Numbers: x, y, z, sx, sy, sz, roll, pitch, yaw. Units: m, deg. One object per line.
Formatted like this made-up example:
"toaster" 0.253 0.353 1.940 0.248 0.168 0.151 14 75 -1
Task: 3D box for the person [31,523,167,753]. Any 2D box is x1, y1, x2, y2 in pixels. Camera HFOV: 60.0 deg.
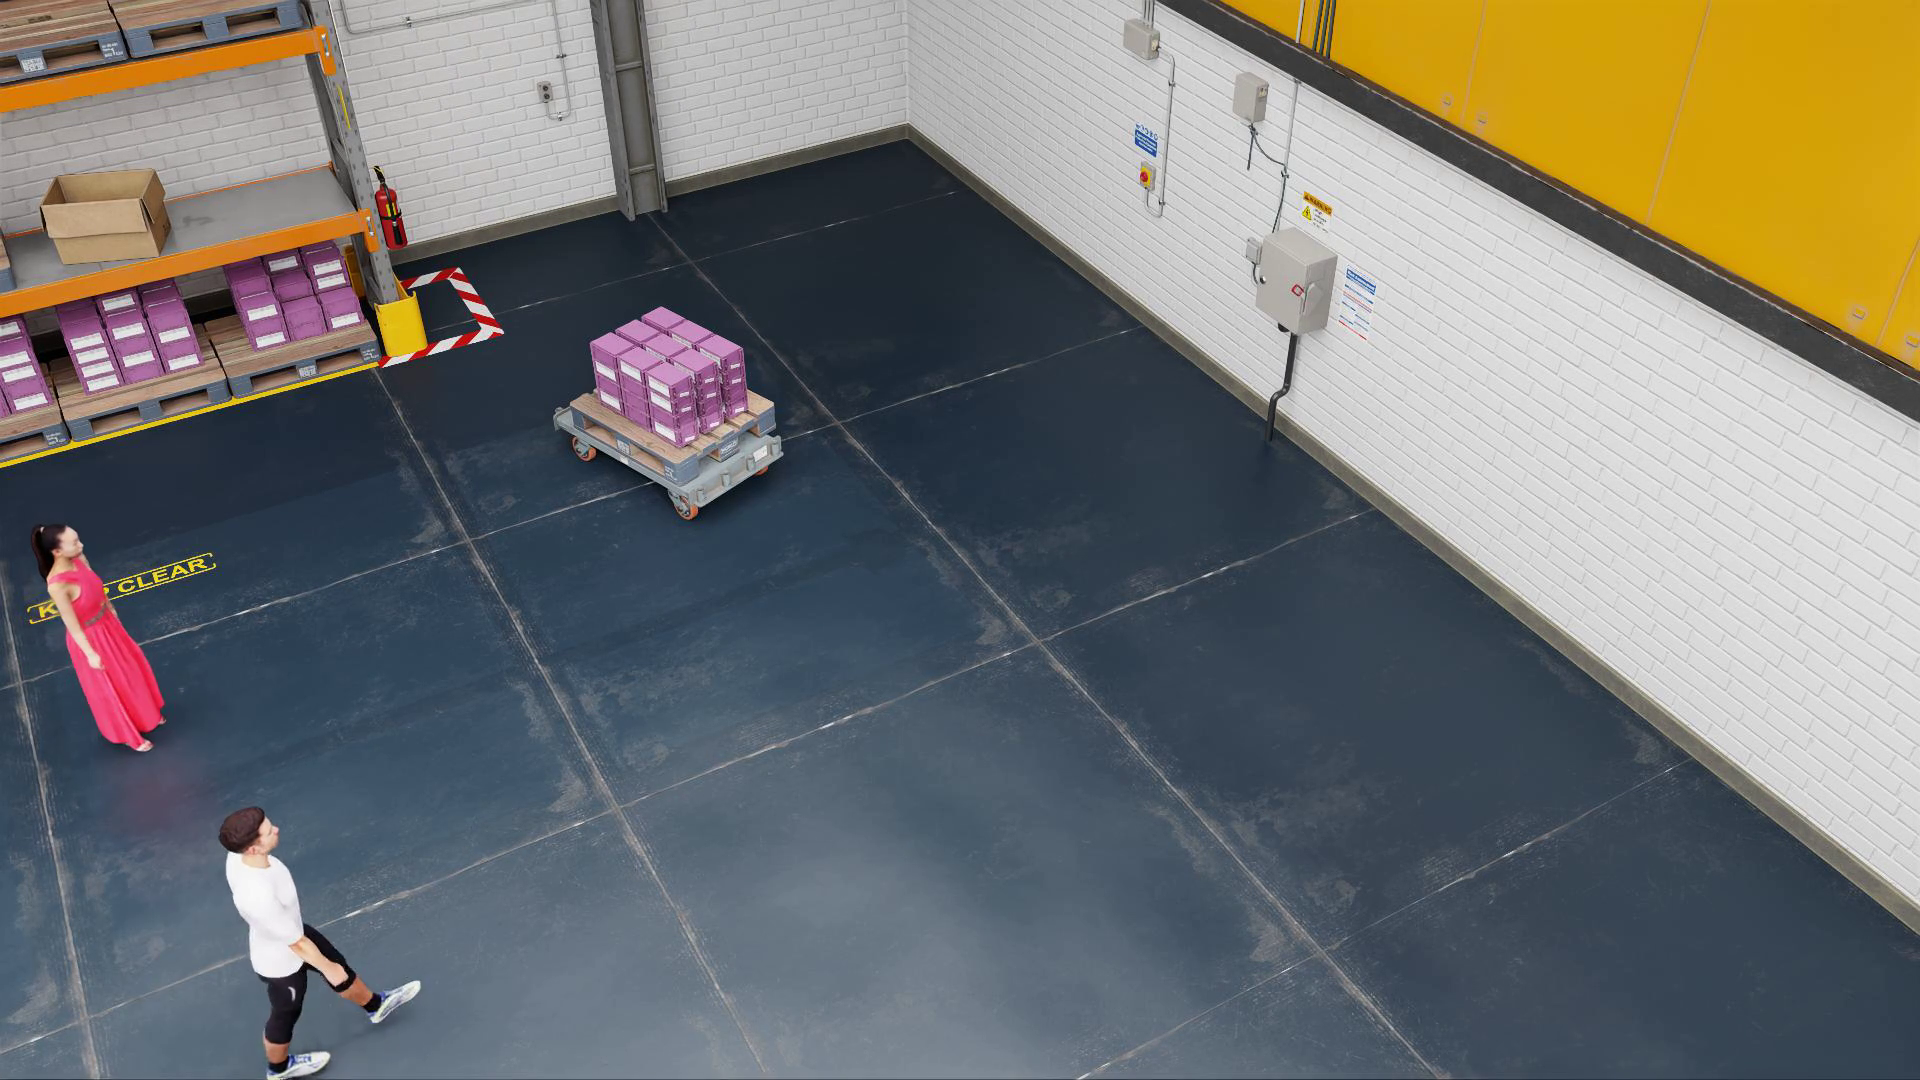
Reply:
"person" -5.183 0.602 9.949 0.734 1.720 0.729 -1 39 -1

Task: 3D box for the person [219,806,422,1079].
"person" -3.382 2.030 8.078 1.074 1.823 0.712 -17 42 -20
